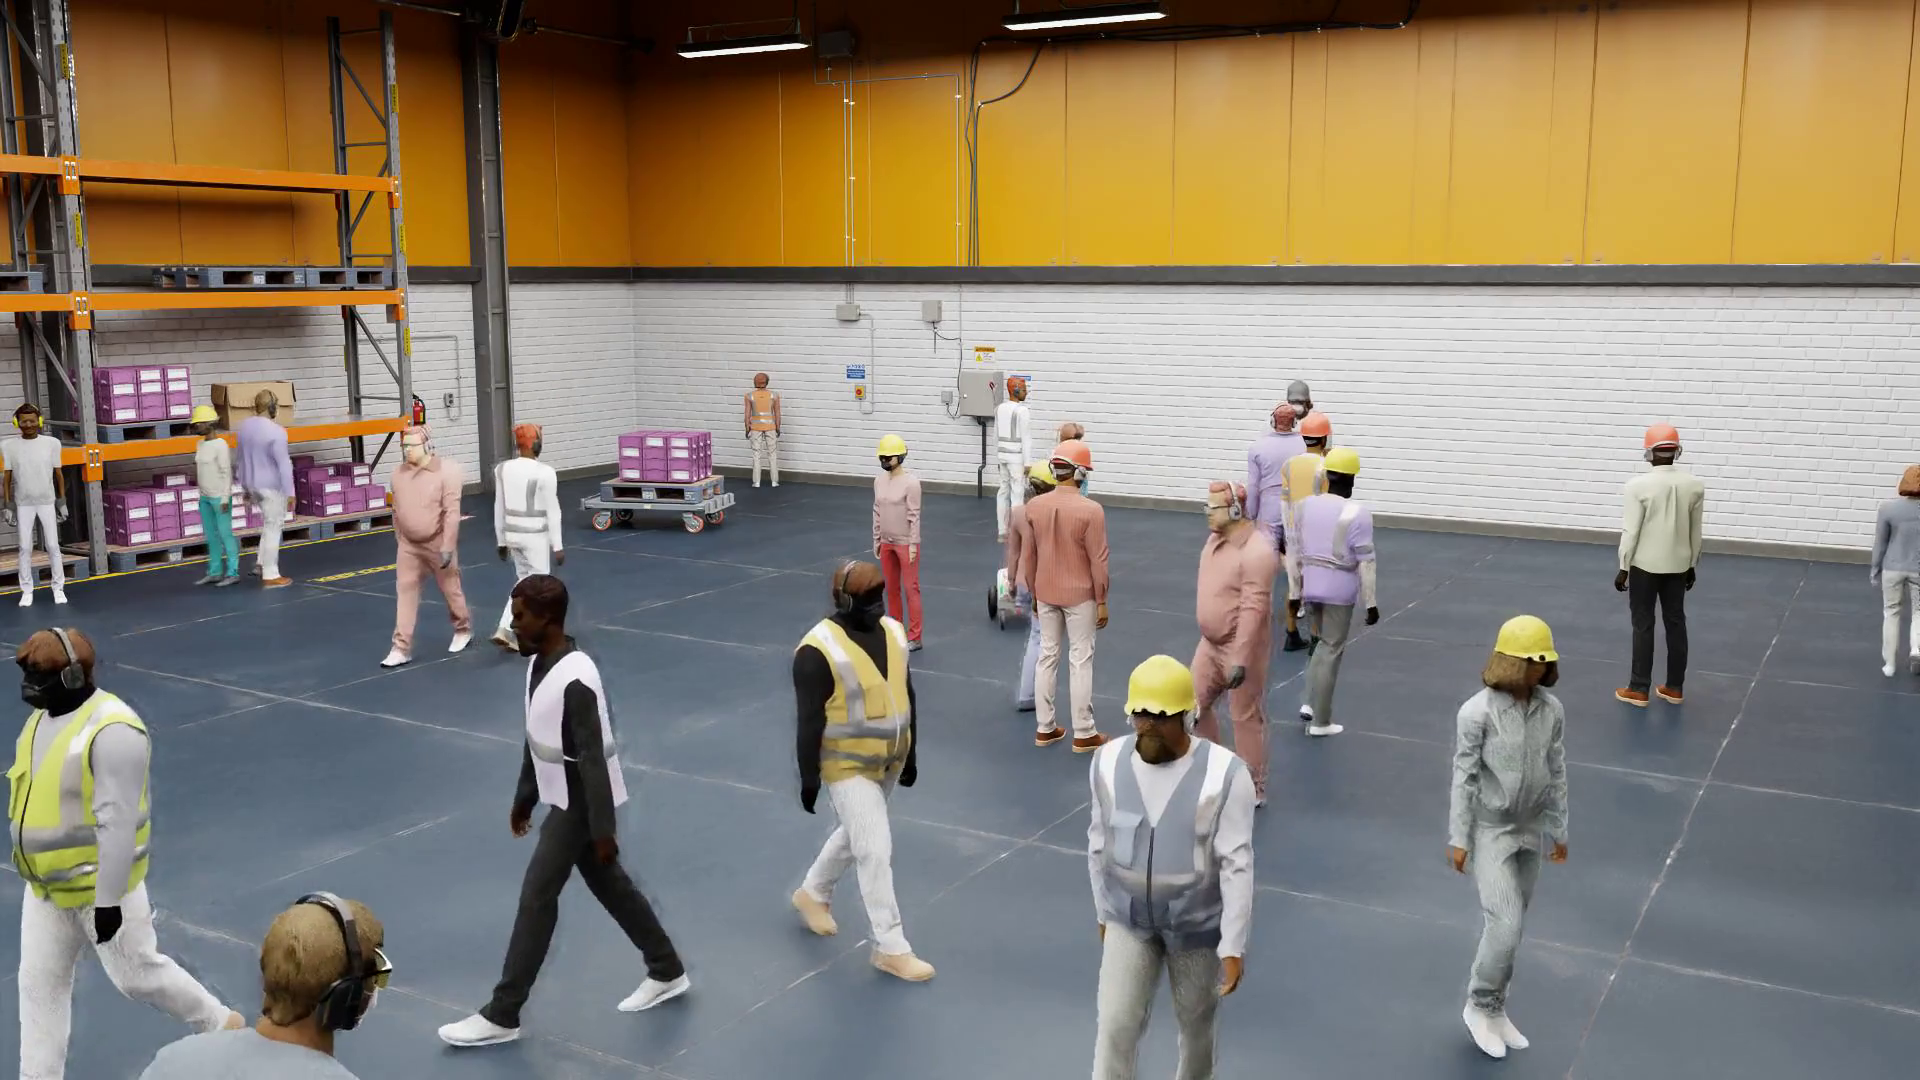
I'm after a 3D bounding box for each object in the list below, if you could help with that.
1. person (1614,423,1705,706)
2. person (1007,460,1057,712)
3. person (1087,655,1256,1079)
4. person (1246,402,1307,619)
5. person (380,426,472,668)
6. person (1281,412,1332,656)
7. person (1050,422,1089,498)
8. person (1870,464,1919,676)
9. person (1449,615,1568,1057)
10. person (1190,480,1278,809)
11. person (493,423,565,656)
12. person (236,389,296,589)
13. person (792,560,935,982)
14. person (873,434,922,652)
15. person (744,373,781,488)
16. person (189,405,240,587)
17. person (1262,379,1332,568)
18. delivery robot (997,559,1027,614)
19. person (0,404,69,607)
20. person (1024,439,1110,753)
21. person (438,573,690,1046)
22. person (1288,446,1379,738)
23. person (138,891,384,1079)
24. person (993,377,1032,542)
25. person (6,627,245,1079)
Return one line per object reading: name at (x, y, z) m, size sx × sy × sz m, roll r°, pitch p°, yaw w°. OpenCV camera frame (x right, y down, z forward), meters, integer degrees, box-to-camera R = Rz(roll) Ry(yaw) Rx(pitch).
person at (4.898, 0.172, 11.694) m, size 0.618 × 1.990 × 0.394 m, roll -2°, pitch 9°, yaw -10°
person at (0.614, 0.316, 11.568) m, size 0.621 × 1.746 × 0.524 m, roll -8°, pitch 12°, yaw -41°
person at (0.657, 1.271, 5.471) m, size 0.608 × 1.785 × 0.909 m, roll 4°, pitch 10°, yaw 23°
person at (2.821, -0.250, 14.583) m, size 0.643 × 1.913 × 0.408 m, roll 0°, pitch 9°, yaw 3°
person at (-4.188, 0.027, 13.042) m, size 0.647 × 1.857 × 0.995 m, roll 2°, pitch 9°, yaw 11°
person at (2.802, -0.046, 13.215) m, size 0.347 × 1.942 × 0.549 m, roll -7°, pitch 12°, yaw -38°
person at (1.024, -0.341, 16.115) m, size 0.837 × 1.603 × 0.526 m, roll -8°, pitch 12°, yaw -41°
person at (7.083, 0.245, 12.415) m, size 0.506 × 1.621 × 0.429 m, roll 5°, pitch 10°, yaw 27°
person at (2.155, 1.144, 6.420) m, size 0.506 × 1.727 × 0.454 m, roll -5°, pitch 10°, yaw -26°
person at (1.490, 0.606, 9.309) m, size 0.504 × 1.889 × 0.660 m, roll -4°, pitch 10°, yaw -23°
person at (-3.399, 0.020, 13.021) m, size 0.592 × 1.876 × 0.471 m, roll 5°, pitch 11°, yaw 30°
person at (-6.646, -0.487, 16.038) m, size 0.662 × 1.918 × 0.457 m, roll 6°, pitch 11°, yaw 31°
person at (-0.465, 0.964, 7.348) m, size 0.917 × 1.806 × 0.631 m, roll 7°, pitch 12°, yaw 39°
person at (-0.519, 0.027, 13.338) m, size 0.518 × 1.756 × 0.348 m, roll 9°, pitch 12°, yaw 43°
person at (-2.785, -1.544, 23.514) m, size 0.513 × 1.637 × 0.313 m, roll -1°, pitch 9°, yaw -9°
person at (-7.239, -0.421, 16.108) m, size 0.534 × 1.766 × 0.324 m, roll 6°, pitch 11°, yaw 35°
person at (3.329, -0.621, 16.499) m, size 0.686 × 2.000 × 0.812 m, roll 3°, pitch 9°, yaw 16°
delivery robot at (0.497, 0.404, 14.430) m, size 0.477 × 0.478 × 0.707 m, roll 0°, pitch 9°, yaw 0°
person at (-8.450, -0.321, 15.201) m, size 0.515 × 1.861 × 0.320 m, roll -5°, pitch 10°, yaw -28°
person at (0.693, 0.355, 10.575) m, size 0.608 × 1.987 × 0.388 m, roll 7°, pitch 11°, yaw 36°
person at (-1.566, 1.052, 6.661) m, size 1.024 × 1.862 × 0.601 m, roll -4°, pitch 10°, yaw -24°
person at (2.451, 0.342, 10.891) m, size 0.507 × 1.909 × 0.589 m, roll -7°, pitch 11°, yaw -36°
person at (-1.322, 1.623, 3.015) m, size 0.652 × 1.895 × 0.763 m, roll 3°, pitch 10°, yaw 18°
person at (0.603, -0.888, 18.657) m, size 0.361 × 1.882 × 0.575 m, roll -6°, pitch 11°, yaw -35°
person at (-3.065, 1.186, 5.959) m, size 0.629 × 1.816 × 0.882 m, roll 5°, pitch 11°, yaw 31°
